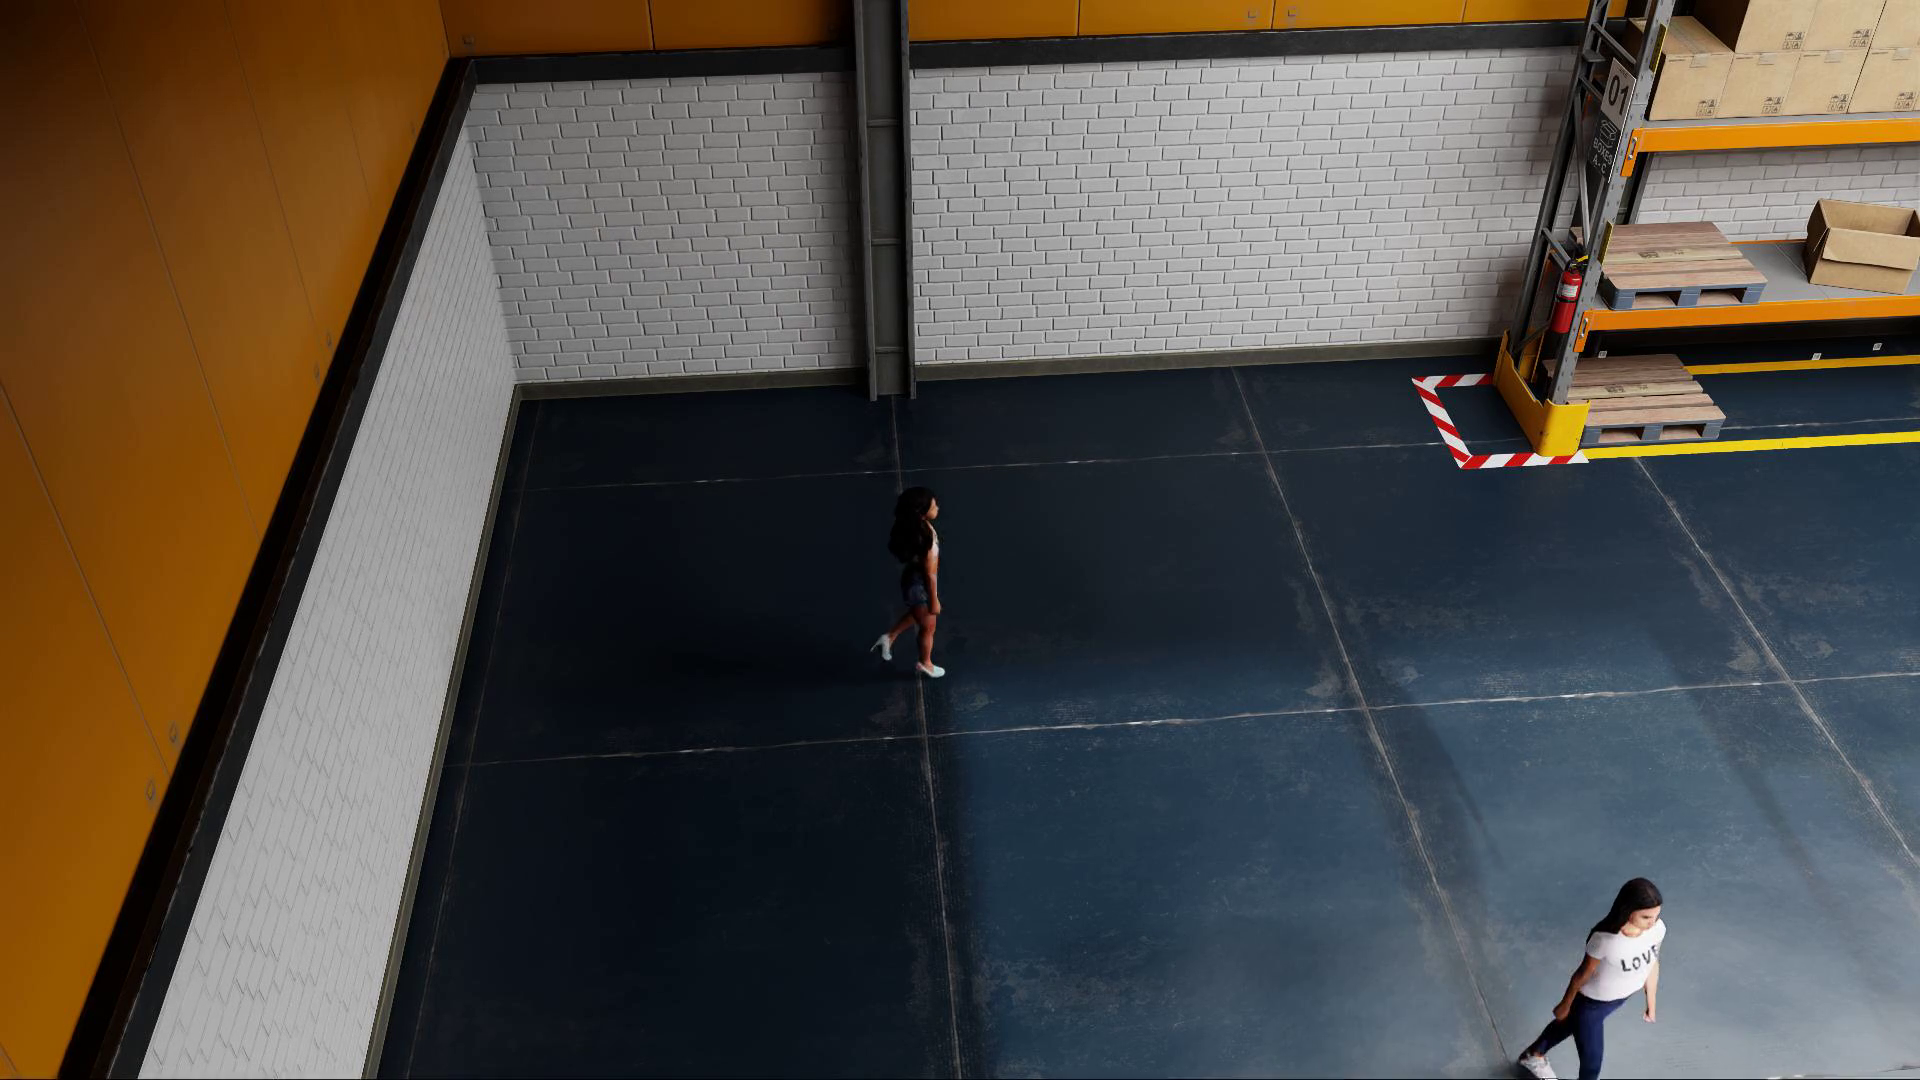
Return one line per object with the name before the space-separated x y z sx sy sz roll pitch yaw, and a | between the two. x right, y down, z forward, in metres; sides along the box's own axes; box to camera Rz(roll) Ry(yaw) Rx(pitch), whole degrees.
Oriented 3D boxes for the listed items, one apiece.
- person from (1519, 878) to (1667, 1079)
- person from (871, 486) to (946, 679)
person | 3.183 2.277 8.474 1.084 1.743 0.943 -17 42 -21
person | -0.328 0.323 11.023 0.719 1.614 0.569 -5 39 -6
